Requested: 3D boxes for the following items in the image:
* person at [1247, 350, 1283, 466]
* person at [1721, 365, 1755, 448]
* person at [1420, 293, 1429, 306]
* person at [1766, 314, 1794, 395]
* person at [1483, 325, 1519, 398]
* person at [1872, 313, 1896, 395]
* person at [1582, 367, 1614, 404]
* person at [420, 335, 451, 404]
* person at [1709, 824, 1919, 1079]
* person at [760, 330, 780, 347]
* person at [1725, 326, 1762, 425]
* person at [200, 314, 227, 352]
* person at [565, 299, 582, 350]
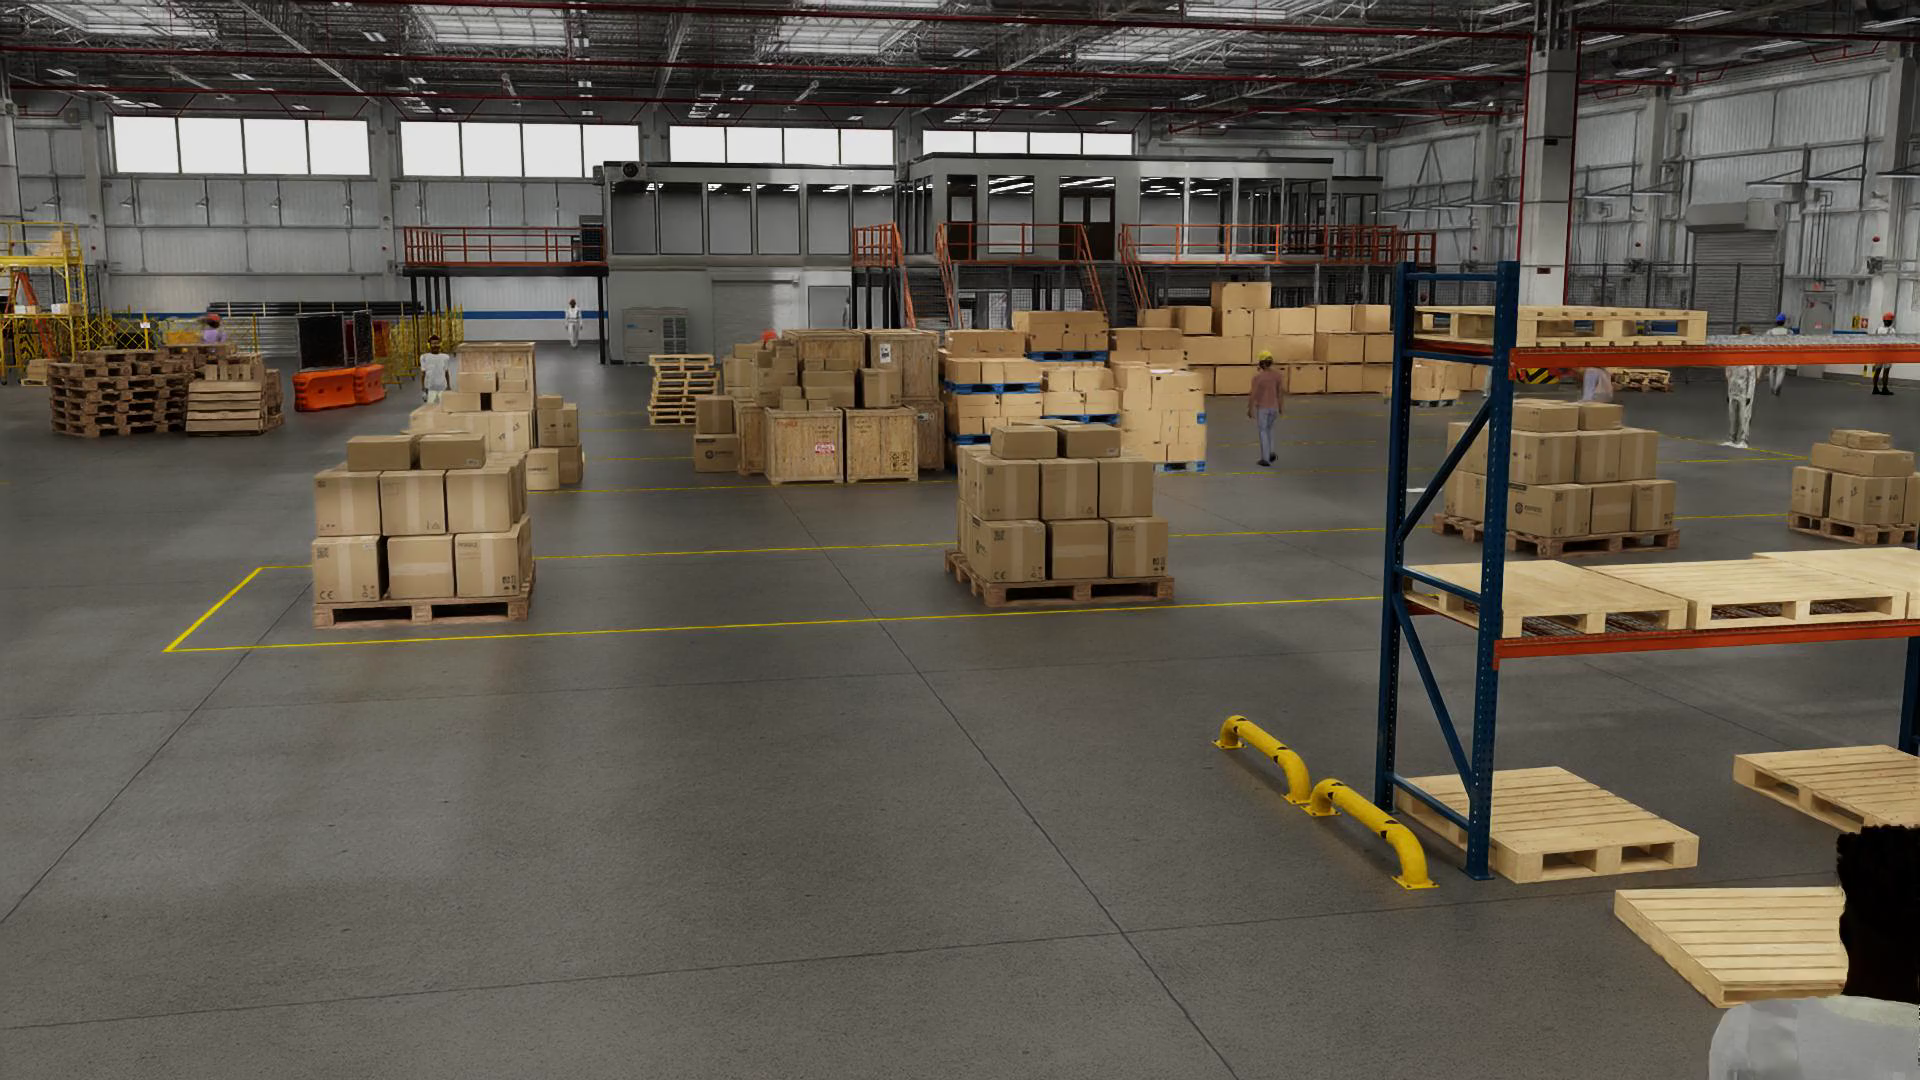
[{"bbox_3d":[4.624,-2.001,25.229,0.558,1.749,0.388,-4,10,-23],"label":"person"},{"bbox_3d":[12.985,-2.402,27.728,0.325,1.740,0.493,-3,10,-19],"label":"person"},{"bbox_3d":[18.086,-8.623,64.875,0.397,1.992,0.622,4,10,22],"label":"person"},{"bbox_3d":[19.199,-4.342,39.008,0.625,1.928,0.814,5,11,30],"label":"person"},{"bbox_3d":[12.474,-4.211,38.277,0.887,1.889,0.613,-1,9,-8],"label":"person"},{"bbox_3d":[21.817,-4.383,39.203,0.362,1.936,0.552,-3,10,-20],"label":"person"},{"bbox_3d":[9.523,-1.905,24.495,0.901,1.802,0.654,7,12,37],"label":"person"},{"bbox_3d":[-8.827,-2.517,28.040,0.512,1.872,0.328,-6,11,-34],"label":"person"},{"bbox_3d":[1.755,1.510,3.242,0.613,1.948,0.522,4,10,24],"label":"person"},{"bbox_3d":[-3.059,-2.439,27.205,0.388,1.987,0.608,0,9,-2],"label":"person"},{"bbox_3d":[14.822,-3.102,31.510,0.635,1.908,0.508,5,10,26],"label":"person"},{"bbox_3d":[-16.135,-3.911,36.156,0.634,1.987,1.060,1,9,6],"label":"person"},{"bbox_3d":[-14.108,-7.868,60.740,0.584,1.849,0.935,-2,10,-14],"label":"person"}]
